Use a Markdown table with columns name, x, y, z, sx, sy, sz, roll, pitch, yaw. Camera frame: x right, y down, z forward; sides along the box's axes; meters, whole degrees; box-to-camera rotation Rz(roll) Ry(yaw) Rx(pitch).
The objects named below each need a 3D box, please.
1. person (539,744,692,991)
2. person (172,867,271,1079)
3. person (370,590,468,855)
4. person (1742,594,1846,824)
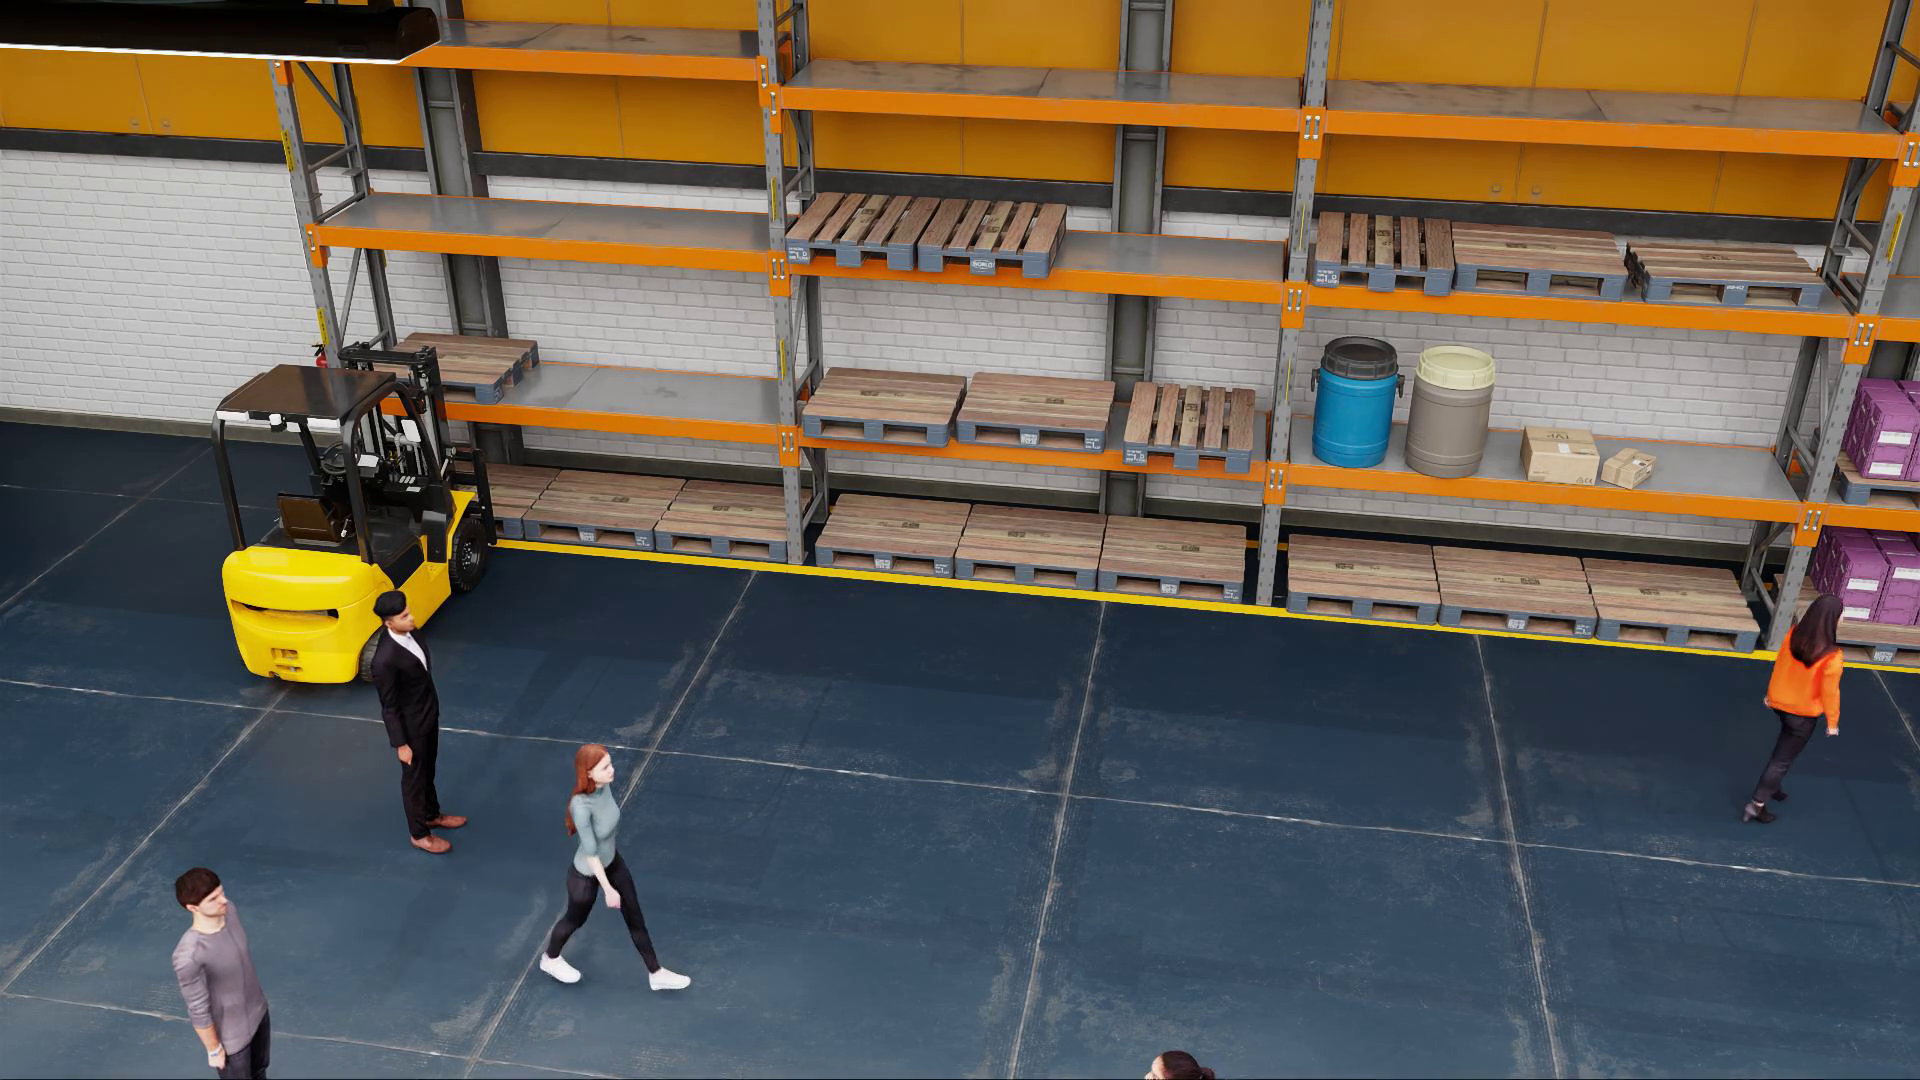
| name | x | y | z | sx | sy | sz | roll | pitch | yaw |
| --- | --- | --- | --- | --- | --- | --- | --- | --- | --- |
| person | -2.153 | 1.907 | 9.493 | 1.174 | 1.700 | 0.657 | 8 | 30 | 14 |
| person | -3.686 | 2.410 | 8.413 | 0.575 | 1.852 | 0.697 | 1 | 29 | 2 |
| person | -3.528 | 1.147 | 10.695 | 0.570 | 1.884 | 0.713 | 2 | 29 | 4 |
| person | 5.391 | 1.128 | 10.884 | 0.771 | 1.736 | 0.727 | -4 | 29 | -7 |
